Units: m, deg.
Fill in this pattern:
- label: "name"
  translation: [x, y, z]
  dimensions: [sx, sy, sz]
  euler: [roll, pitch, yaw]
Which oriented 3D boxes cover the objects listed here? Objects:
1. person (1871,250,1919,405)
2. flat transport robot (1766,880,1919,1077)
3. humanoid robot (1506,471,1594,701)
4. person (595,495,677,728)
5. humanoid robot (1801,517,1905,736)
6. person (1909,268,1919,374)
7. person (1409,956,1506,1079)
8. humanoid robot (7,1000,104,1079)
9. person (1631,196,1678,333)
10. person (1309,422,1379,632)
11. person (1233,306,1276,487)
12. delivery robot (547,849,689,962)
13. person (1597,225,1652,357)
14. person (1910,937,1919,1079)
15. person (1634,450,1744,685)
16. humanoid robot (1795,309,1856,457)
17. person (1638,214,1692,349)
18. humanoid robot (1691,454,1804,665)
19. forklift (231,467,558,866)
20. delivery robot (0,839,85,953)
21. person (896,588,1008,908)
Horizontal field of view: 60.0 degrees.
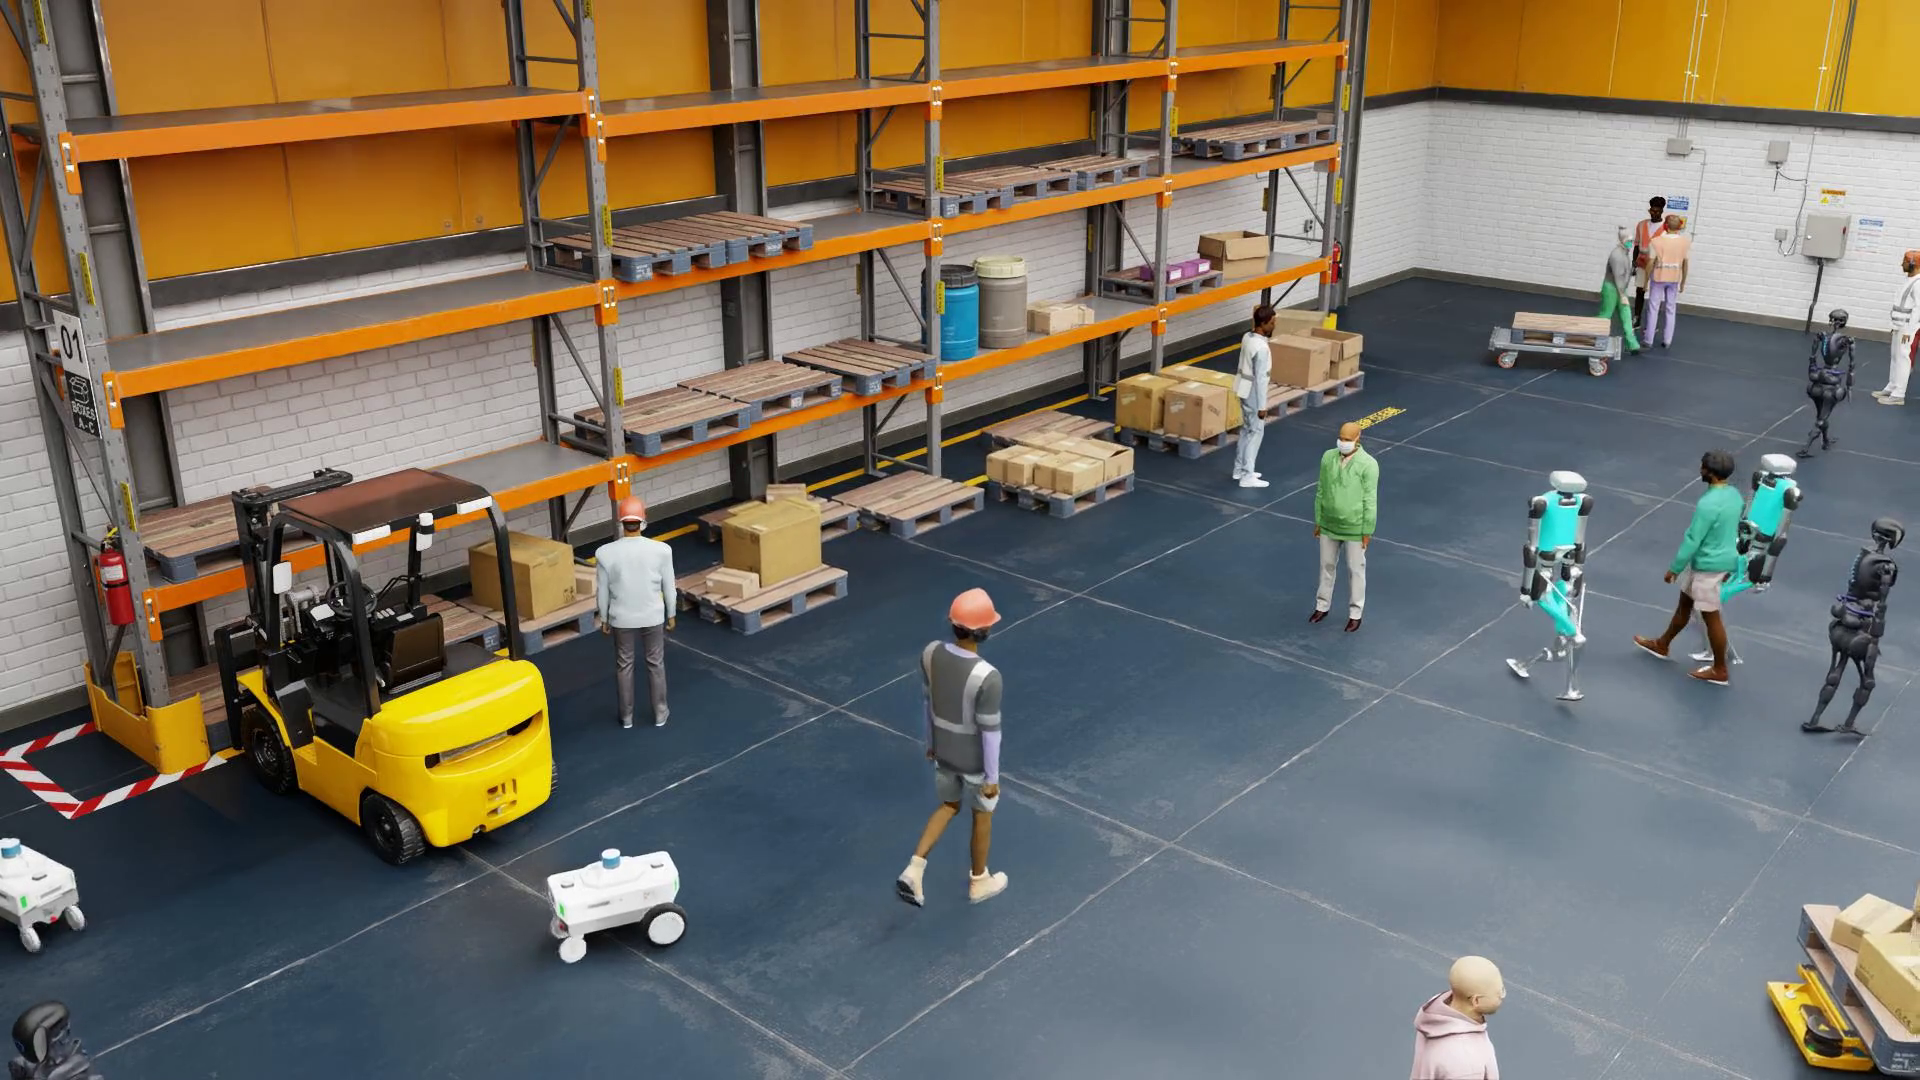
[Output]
- label: "person"
  translation: [11.477, -2.586, 20.225]
  dimensions: [0.337, 1.883, 0.583]
  euler: [6, 21, 15]
- label: "flat transport robot"
  translation: [5.080, 2.533, 8.688]
  dimensions: [1.431, 0.231, 0.659]
  euler: [2, 20, 6]
- label: "humanoid robot"
  translation: [4.552, 0.401, 12.402]
  dimensions: [0.574, 1.755, 1.064]
  euler: [-7, 21, -18]
- label: "person"
  translation: [-2.327, 0.523, 12.011]
  dimensions: [0.571, 1.740, 0.352]
  euler: [-4, 21, -11]
- label: "humanoid robot"
  translation: [6.367, 0.622, 11.857]
  dimensions: [0.428, 1.641, 0.585]
  euler: [2, 20, 6]
- label: "person"
  translation: [12.537, -2.993, 21.496]
  dimensions: [0.466, 1.768, 0.378]
  euler: [16, 26, 37]
- label: "person"
  translation: [1.958, 2.452, 6.719]
  dimensions: [0.398, 1.781, 0.537]
  euler: [1, 20, 3]
- label: "humanoid robot"
  translation: [-3.503, 2.562, 6.654]
  dimensions: [0.598, 1.622, 0.813]
  euler: [7, 21, 18]
- label: "person"
  translation: [9.887, -3.939, 23.798]
  dimensions: [0.371, 1.958, 0.596]
  euler: [-17, 27, -39]
- label: "person"
  translation: [3.170, -0.121, 13.712]
  dimensions: [0.539, 1.776, 0.388]
  euler: [15, 25, 35]
- label: "person"
  translation: [3.034, -1.484, 17.213]
  dimensions: [0.394, 1.904, 0.599]
  euler: [-2, 20, -5]
- label: "delivery robot"
  translation: [-1.970, 2.063, 9.563]
  dimensions: [0.808, 0.604, 0.499]
  euler: [-9, 22, -23]
- label: "person"
  translation: [8.914, -3.335, 22.367]
  dimensions: [0.902, 1.796, 0.519]
  euler: [15, 25, 36]
- label: "person"
  translation: [4.985, 1.814, 8.243]
  dimensions: [0.628, 1.930, 0.391]
  euler: [-13, 24, -32]
- label: "person"
  translation: [5.659, 0.175, 12.840]
  dimensions: [0.522, 1.809, 0.906]
  euler: [-18, 27, -41]
- label: "humanoid robot"
  translation: [9.565, -1.727, 18.255]
  dimensions: [0.773, 1.624, 0.589]
  euler: [-10, 22, -24]
- label: "person"
  translation: [9.721, -3.552, 22.910]
  dimensions: [0.565, 1.838, 0.378]
  euler: [1, 20, 3]
- label: "humanoid robot"
  translation: [5.952, 0.211, 12.892]
  dimensions: [0.829, 1.779, 0.544]
  euler: [-2, 20, -4]
- label: "forklift"
  translation: [-3.730, 0.710, 10.856]
  dimensions: [2.313, 2.155, 1.214]
  euler: [17, 26, 38]
- label: "delivery robot"
  translation: [-5.481, 2.024, 9.676]
  dimensions: [0.813, 0.610, 0.499]
  euler: [12, 24, 30]
- label: "person"
  translation: [-0.025, 1.248, 9.628]
  dimensions: [0.608, 2.025, 0.709]
  euler: [18, 27, 39]
